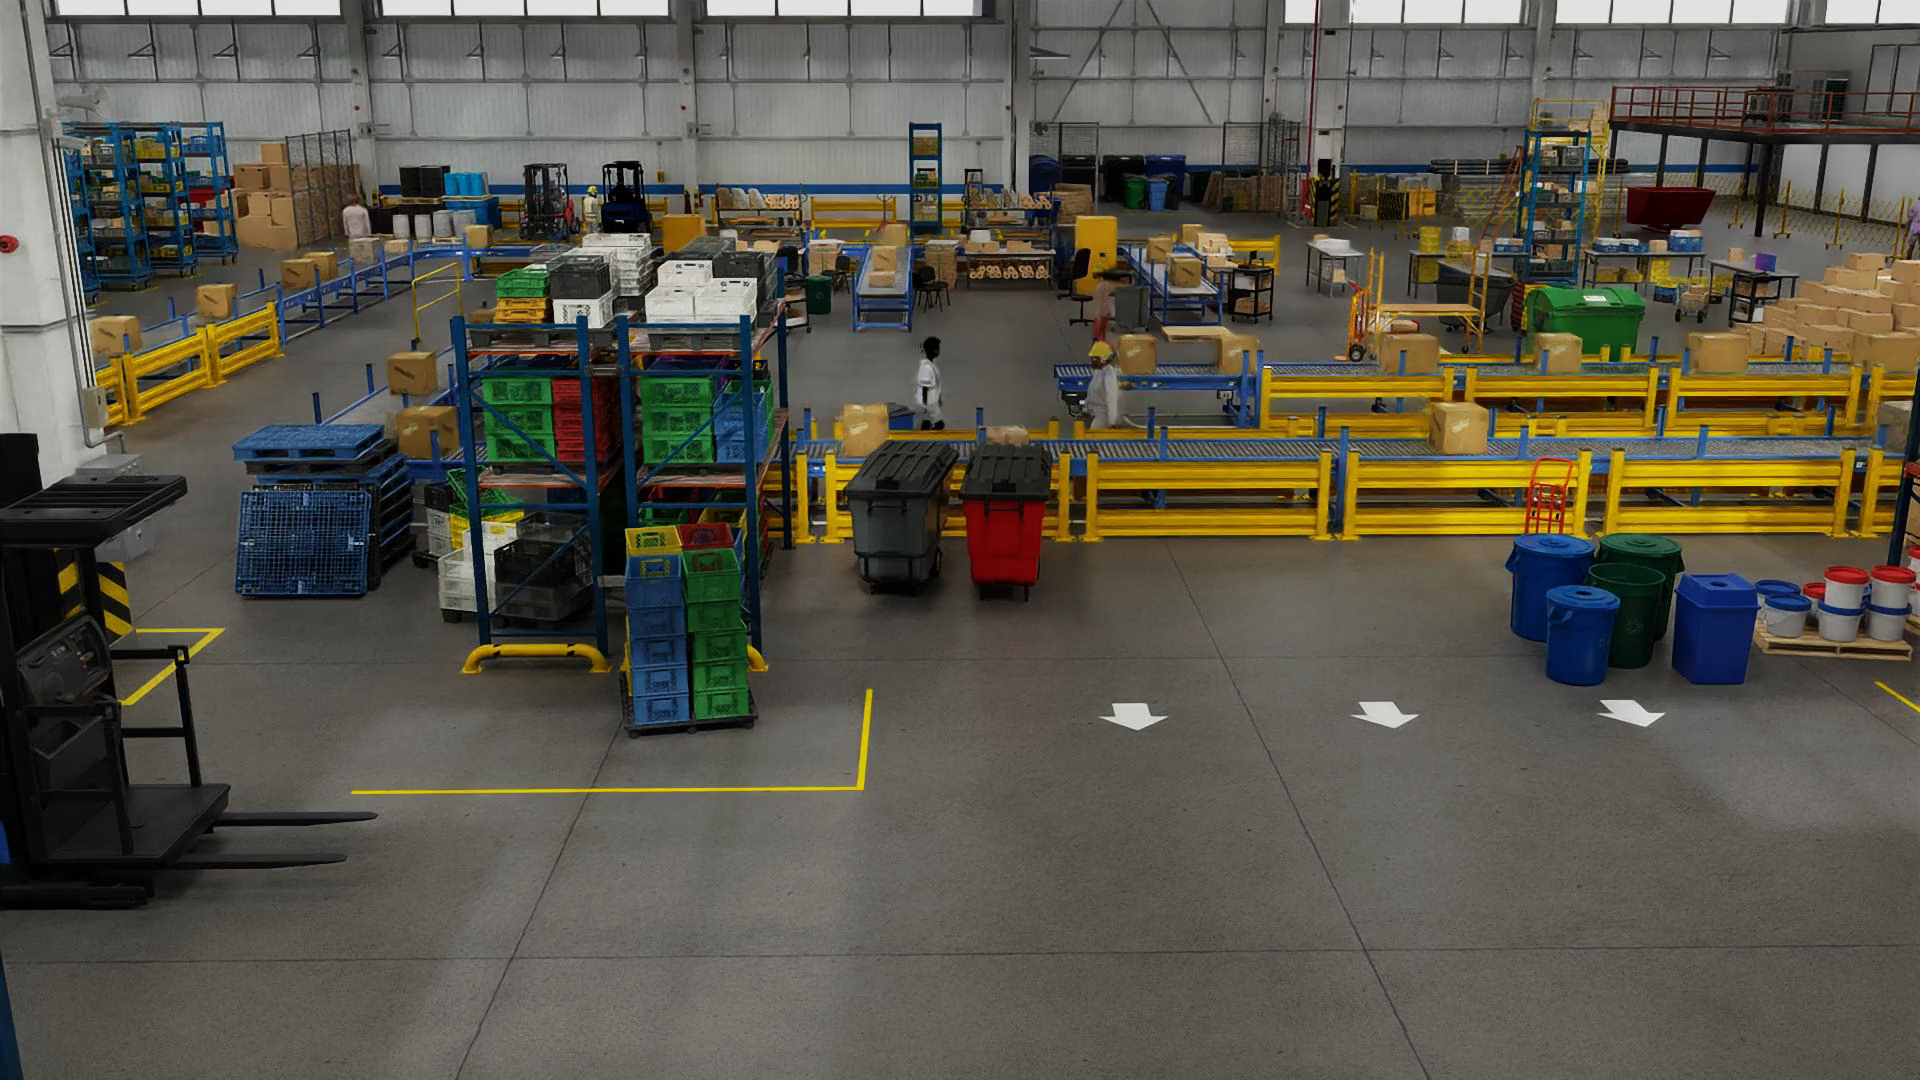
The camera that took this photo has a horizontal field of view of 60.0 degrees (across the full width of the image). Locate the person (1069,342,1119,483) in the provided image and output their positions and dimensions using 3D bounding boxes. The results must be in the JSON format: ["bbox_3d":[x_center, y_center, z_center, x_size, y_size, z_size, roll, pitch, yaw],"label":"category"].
[{"bbox_3d":[1.743,-1.567,20.489,0.952,1.779,0.581,0,16,-1],"label":"person"}]

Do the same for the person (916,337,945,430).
[{"bbox_3d":[-0.383,-1.794,21.458,0.412,1.679,0.547,-1,16,-3],"label":"person"}]

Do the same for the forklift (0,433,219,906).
[{"bbox_3d":[-5.952,0.780,10.366,1.873,2.768,1.129,0,16,-1],"label":"forklift"}]

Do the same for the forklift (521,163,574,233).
[{"bbox_3d":[-12.233,-10.122,49.298,1.157,1.987,2.680,0,16,-1],"label":"forklift"}]

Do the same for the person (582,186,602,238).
[{"bbox_3d":[-9.913,-8.650,45.025,0.586,1.823,0.403,11,20,34],"label":"person"}]

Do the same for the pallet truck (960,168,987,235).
[{"bbox_3d":[0.383,-10.230,50.206,0.823,1.965,1.885,-1,16,-3],"label":"pallet truck"}]

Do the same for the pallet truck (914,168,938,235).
[{"bbox_3d":[-0.989,-10.316,50.507,0.823,1.965,1.885,1,16,3],"label":"pallet truck"}]

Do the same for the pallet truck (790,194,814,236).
[{"bbox_3d":[-4.814,-9.883,50.259,0.704,1.261,1.522,-1,16,-3],"label":"pallet truck"}]

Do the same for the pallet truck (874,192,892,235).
[{"bbox_3d":[-2.277,-9.986,50.594,0.653,1.274,1.630,0,16,-1],"label":"pallet truck"}]

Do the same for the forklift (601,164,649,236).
[{"bbox_3d":[-9.948,-10.127,49.296,1.157,1.987,2.680,-1,16,-3],"label":"forklift"}]

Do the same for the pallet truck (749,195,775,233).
[{"bbox_3d":[-6.051,-9.967,50.660,0.680,1.201,1.601,0,16,-1],"label":"pallet truck"}]

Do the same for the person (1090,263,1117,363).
[{"bbox_3d":[2.467,-3.878,28.579,0.503,1.750,0.542,7,18,24],"label":"person"}]

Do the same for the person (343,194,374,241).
[{"bbox_3d":[-14.950,-7.633,41.379,0.660,1.894,0.417,2,16,6],"label":"person"}]

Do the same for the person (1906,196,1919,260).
[{"bbox_3d":[23.802,-7.671,41.249,0.609,2.034,0.397,8,18,26],"label":"person"}]
